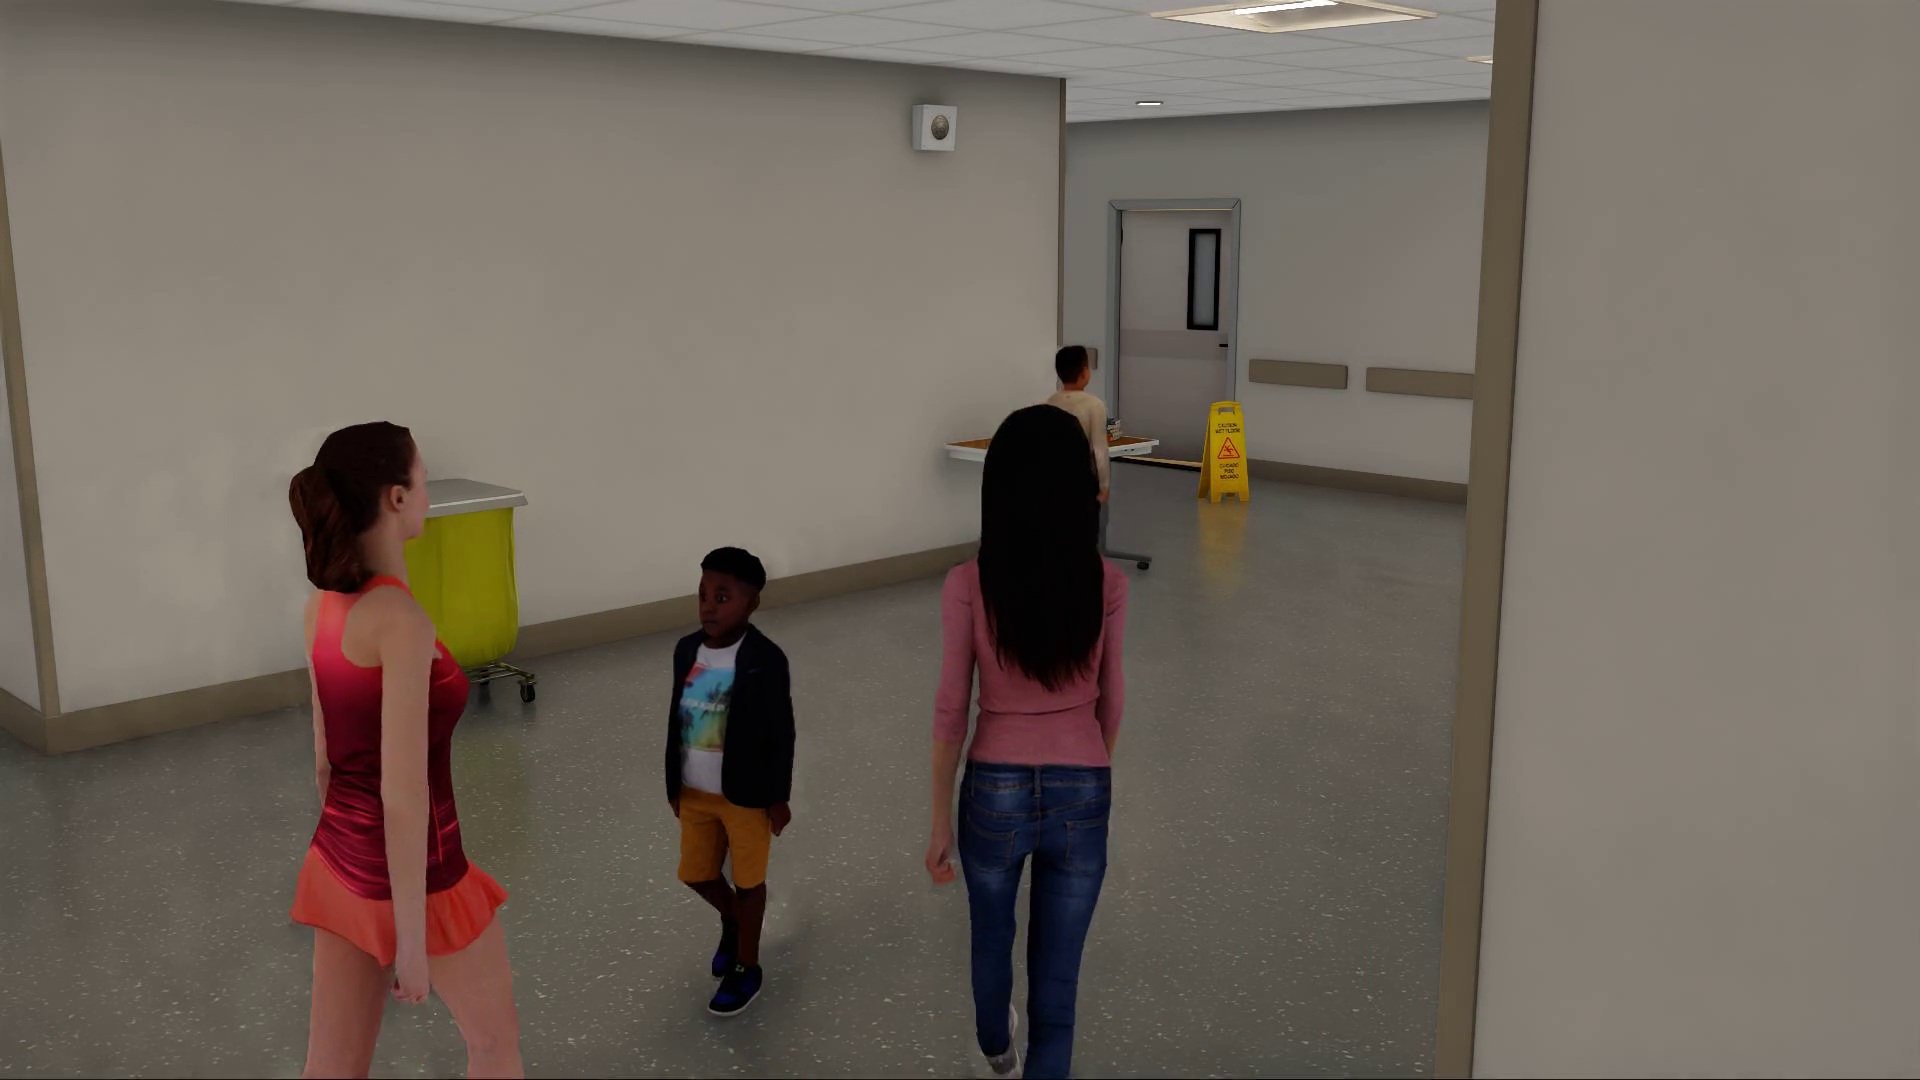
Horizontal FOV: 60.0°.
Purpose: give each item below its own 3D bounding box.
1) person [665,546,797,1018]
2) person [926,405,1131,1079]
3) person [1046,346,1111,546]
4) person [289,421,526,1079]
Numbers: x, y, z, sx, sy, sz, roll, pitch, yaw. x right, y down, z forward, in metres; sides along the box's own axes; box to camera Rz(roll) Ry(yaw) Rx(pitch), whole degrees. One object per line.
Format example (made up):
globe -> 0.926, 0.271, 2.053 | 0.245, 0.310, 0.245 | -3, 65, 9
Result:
person -> -0.596, 0.626, 4.529 | 0.633, 1.267, 0.691 | 4, 12, 22
person -> 0.157, 0.614, 3.423 | 1.087, 1.703, 1.113 | 0, 11, 0
person -> 0.572, -0.289, 8.866 | 0.869, 1.447, 0.725 | 7, 13, 32
person -> -1.122, 0.684, 3.039 | 1.088, 1.709, 0.732 | 8, 13, 35
